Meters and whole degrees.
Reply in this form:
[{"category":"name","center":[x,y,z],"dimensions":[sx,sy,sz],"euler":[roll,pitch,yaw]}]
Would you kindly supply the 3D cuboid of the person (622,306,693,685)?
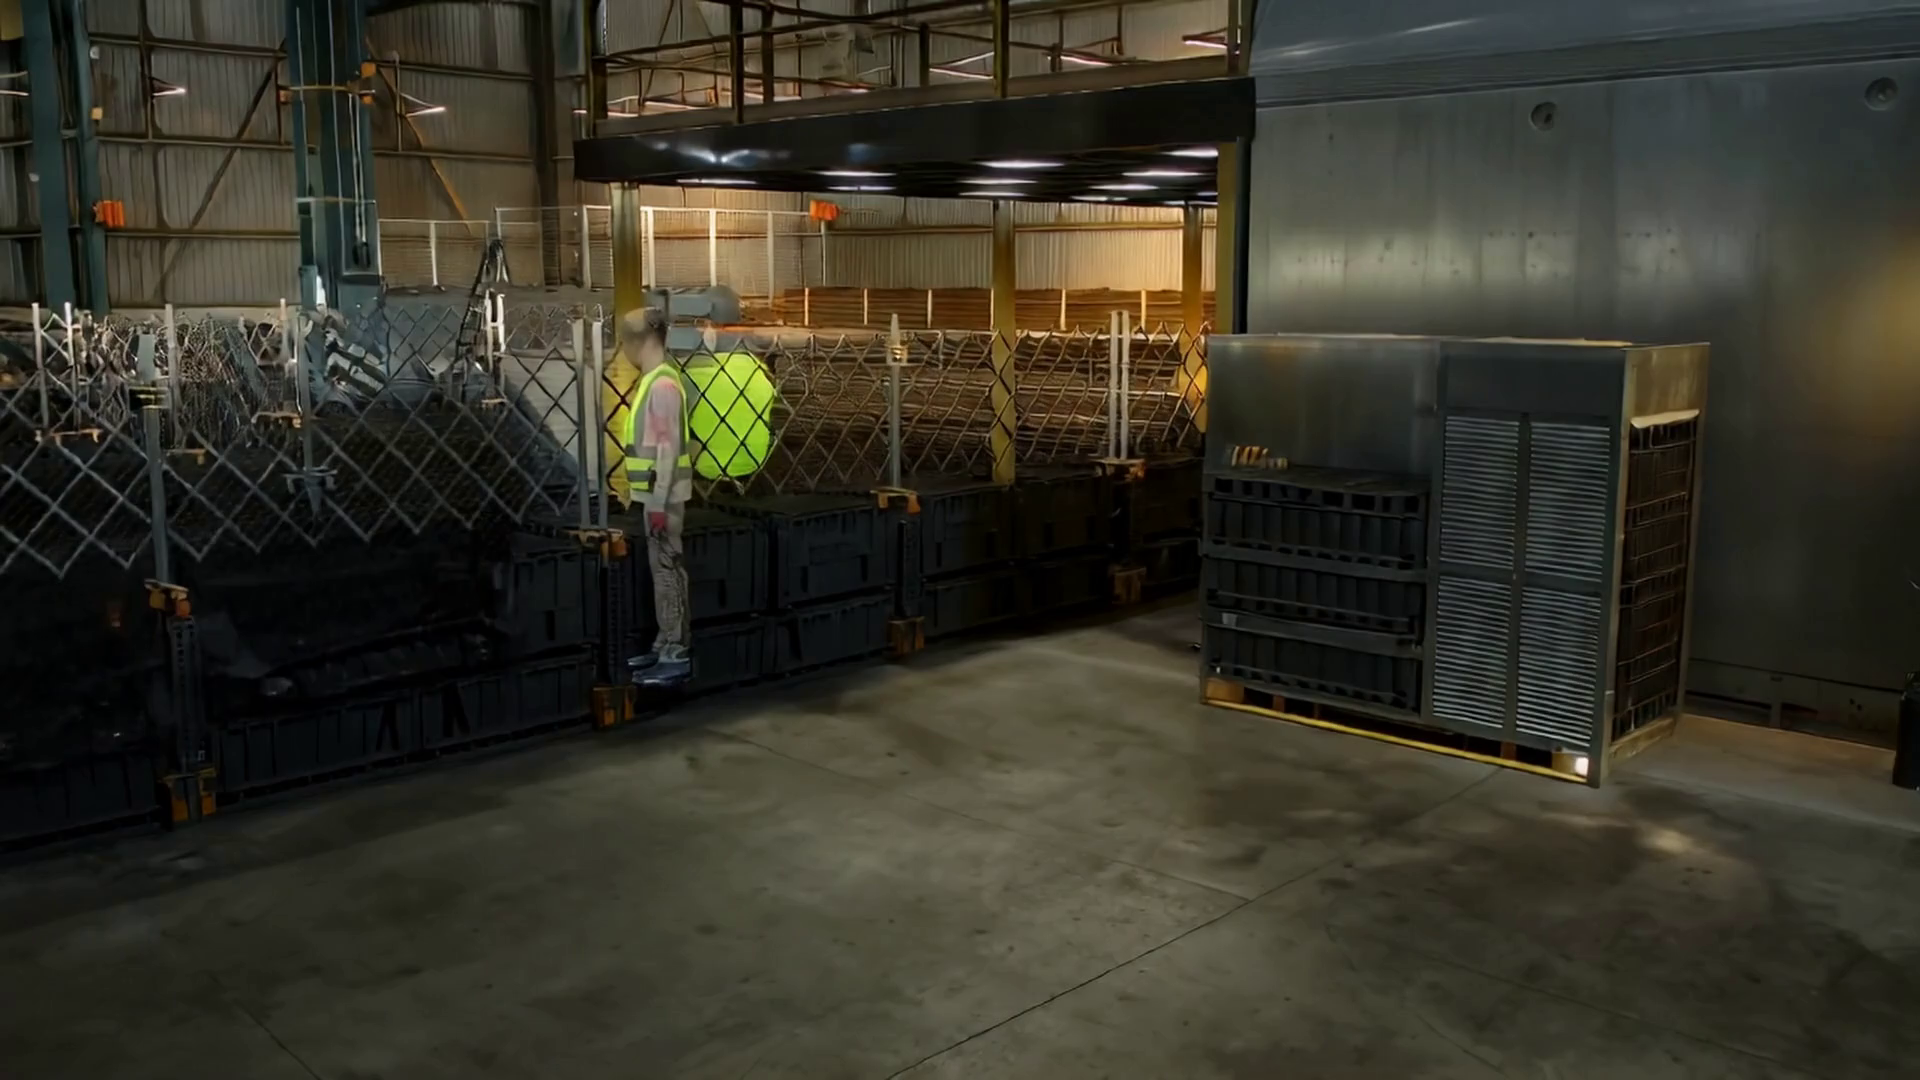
[{"category":"person","center":[-1.517,-0.220,8.331],"dimensions":[0.355,1.887,0.573],"euler":[-2,9,-12]}]
